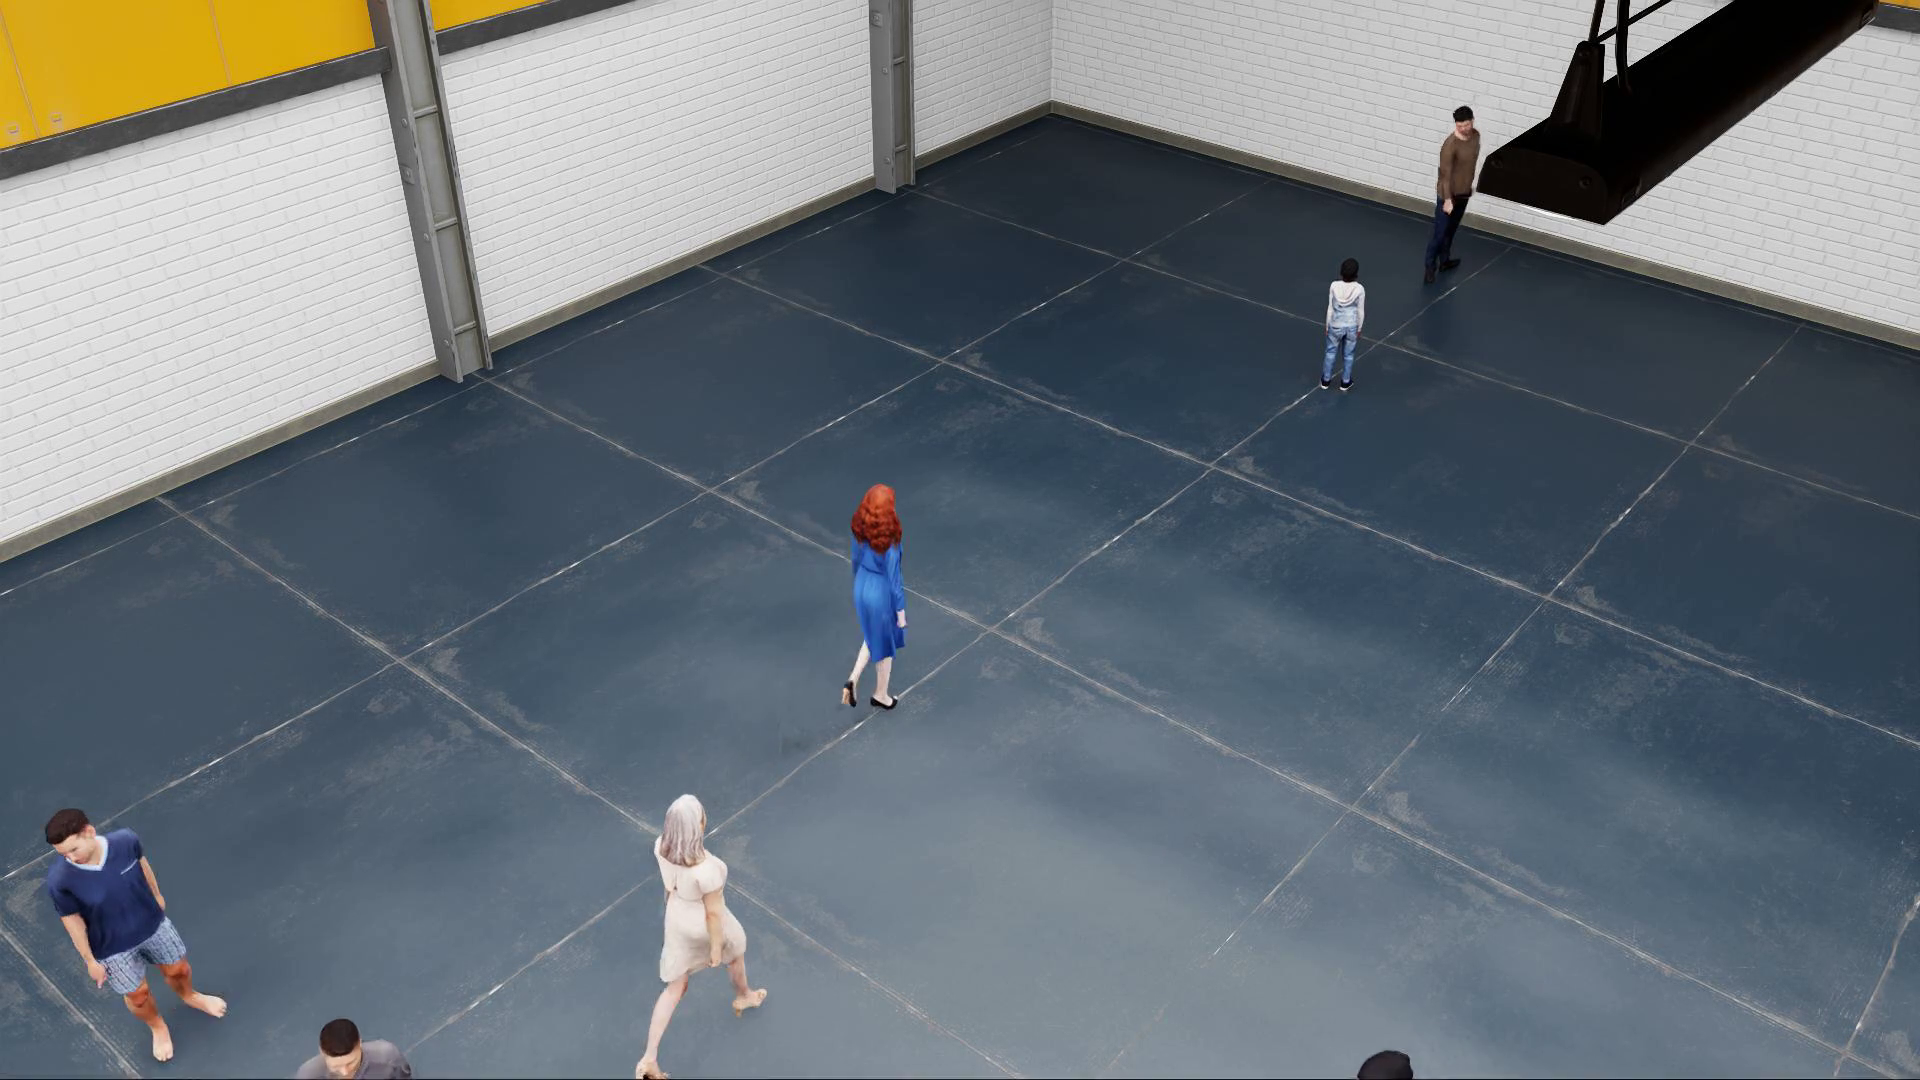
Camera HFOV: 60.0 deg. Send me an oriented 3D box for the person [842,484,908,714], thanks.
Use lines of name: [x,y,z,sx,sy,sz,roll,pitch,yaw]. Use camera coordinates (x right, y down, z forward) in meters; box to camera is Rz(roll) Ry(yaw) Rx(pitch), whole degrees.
person: [-0.606,0.452,10.834,0.814,1.816,0.707,-25,41,-33]

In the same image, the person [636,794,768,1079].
person: [-1.413,2.074,8.508,0.653,1.691,1.183,21,39,28]

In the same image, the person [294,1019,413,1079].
person: [-2.688,2.685,7.557,1.102,1.725,1.072,-11,35,-16]

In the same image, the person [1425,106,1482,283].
person: [5.000,-3.537,16.798,0.950,1.858,0.574,23,40,30]

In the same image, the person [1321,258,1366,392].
person: [3.441,-1.941,14.936,0.552,1.261,0.588,9,35,14]

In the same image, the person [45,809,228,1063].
person: [-4.290,1.970,8.560,0.801,1.807,0.570,16,37,22]
